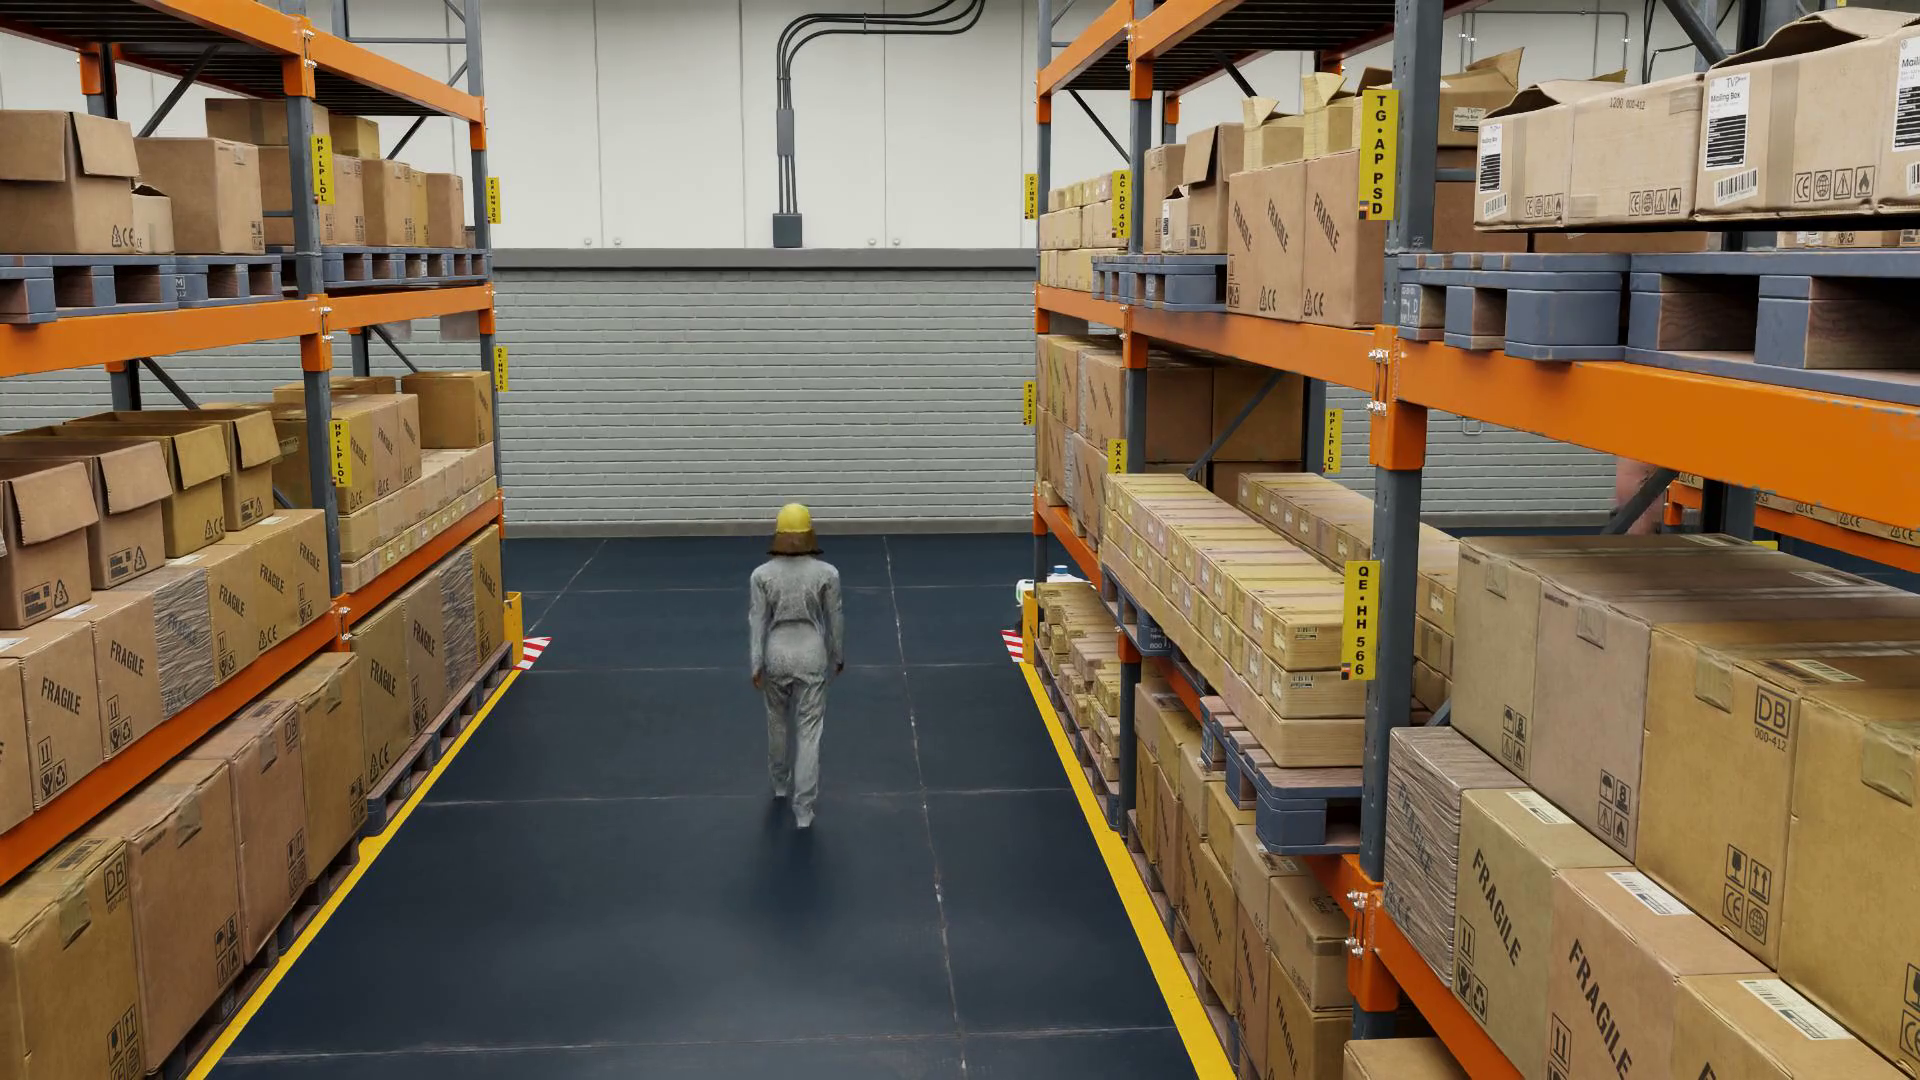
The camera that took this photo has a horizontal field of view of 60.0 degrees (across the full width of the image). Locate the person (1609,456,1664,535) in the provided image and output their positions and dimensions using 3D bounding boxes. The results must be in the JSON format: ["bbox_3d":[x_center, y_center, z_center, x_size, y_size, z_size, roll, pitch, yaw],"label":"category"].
[{"bbox_3d":[5.628,-0.247,13.842,0.417,1.894,0.659,0,10,2],"label":"person"}]

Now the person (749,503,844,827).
[{"bbox_3d":[-0.882,0.650,9.103,0.500,1.710,0.844,0,10,0],"label":"person"}]

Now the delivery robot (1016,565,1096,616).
[{"bbox_3d":[0.810,0.448,13.396,0.707,0.478,0.477,1,10,7],"label":"delivery robot"}]
